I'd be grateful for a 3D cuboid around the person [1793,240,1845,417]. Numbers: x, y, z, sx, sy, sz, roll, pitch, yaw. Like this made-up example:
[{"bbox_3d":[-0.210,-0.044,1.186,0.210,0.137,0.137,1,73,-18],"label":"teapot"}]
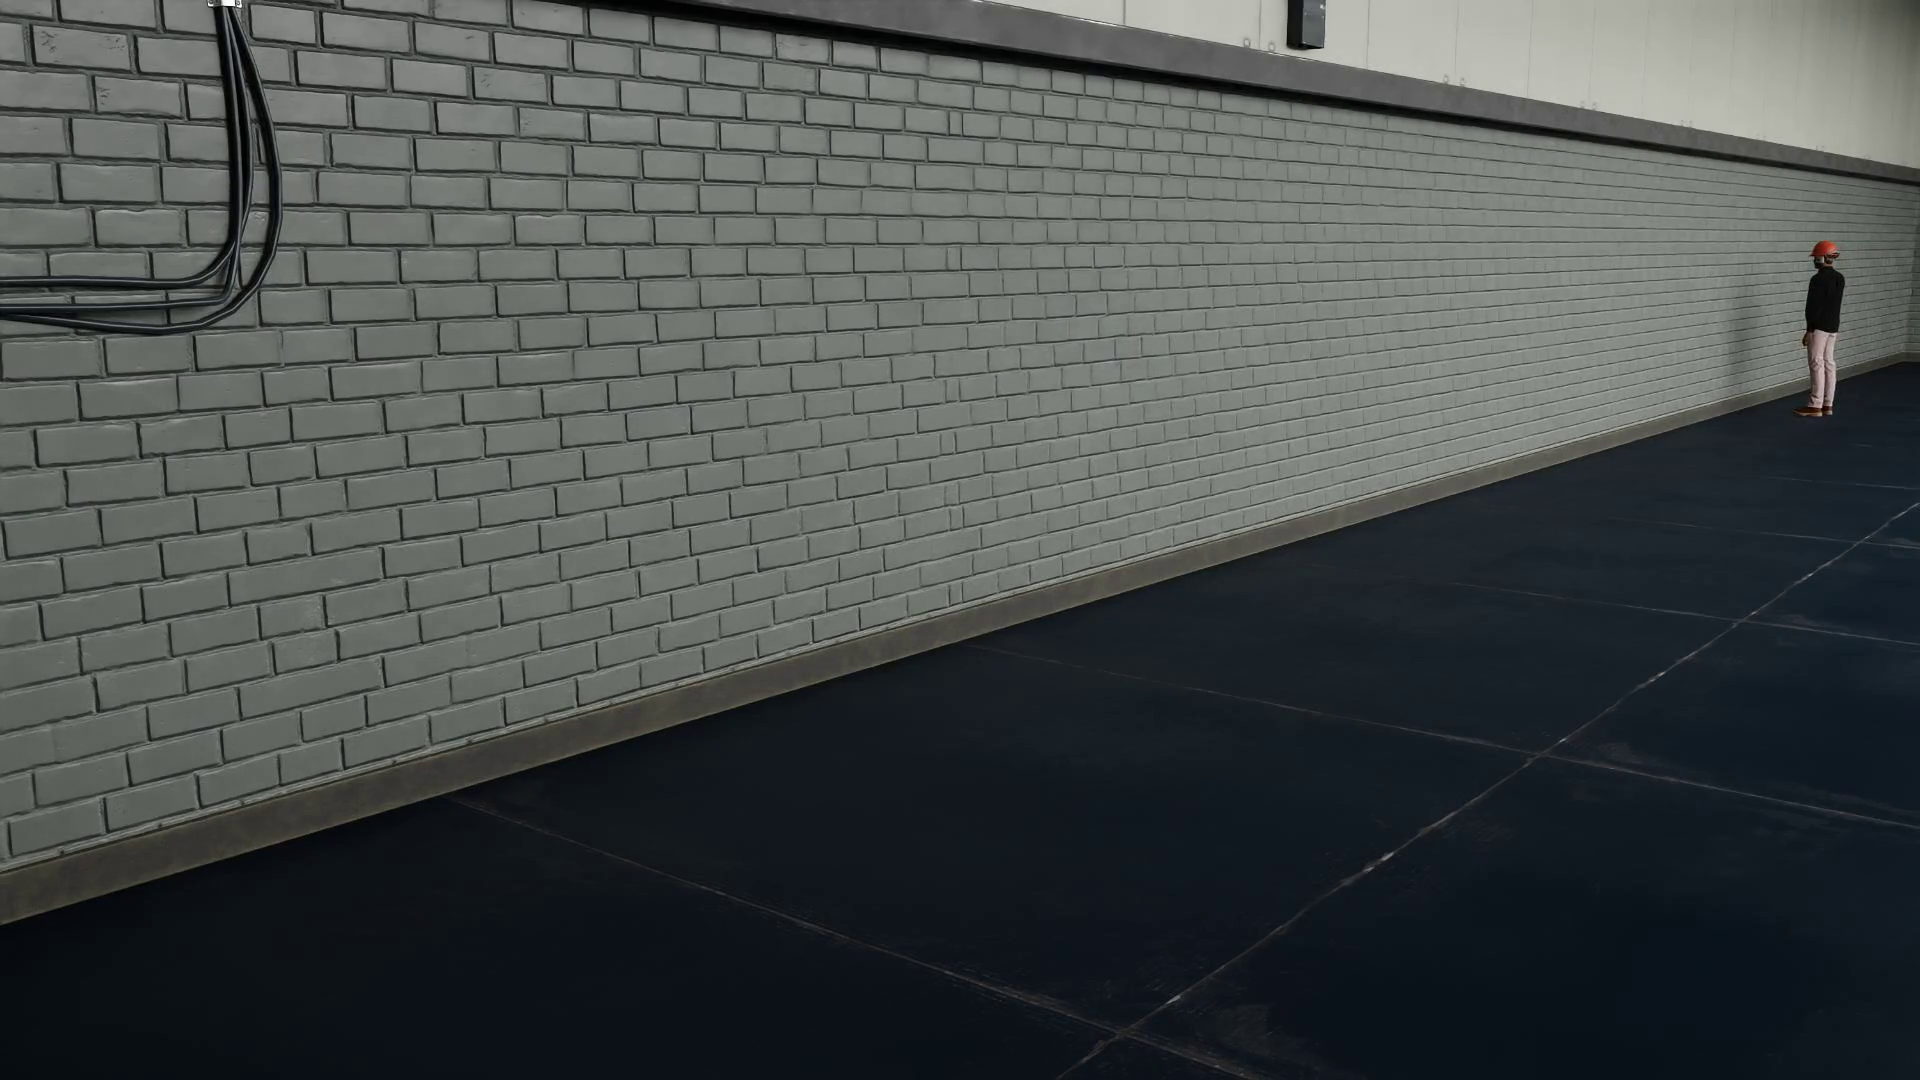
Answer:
[{"bbox_3d":[9.848,-2.421,19.049,0.618,1.993,0.396,-7,13,-36],"label":"person"}]
